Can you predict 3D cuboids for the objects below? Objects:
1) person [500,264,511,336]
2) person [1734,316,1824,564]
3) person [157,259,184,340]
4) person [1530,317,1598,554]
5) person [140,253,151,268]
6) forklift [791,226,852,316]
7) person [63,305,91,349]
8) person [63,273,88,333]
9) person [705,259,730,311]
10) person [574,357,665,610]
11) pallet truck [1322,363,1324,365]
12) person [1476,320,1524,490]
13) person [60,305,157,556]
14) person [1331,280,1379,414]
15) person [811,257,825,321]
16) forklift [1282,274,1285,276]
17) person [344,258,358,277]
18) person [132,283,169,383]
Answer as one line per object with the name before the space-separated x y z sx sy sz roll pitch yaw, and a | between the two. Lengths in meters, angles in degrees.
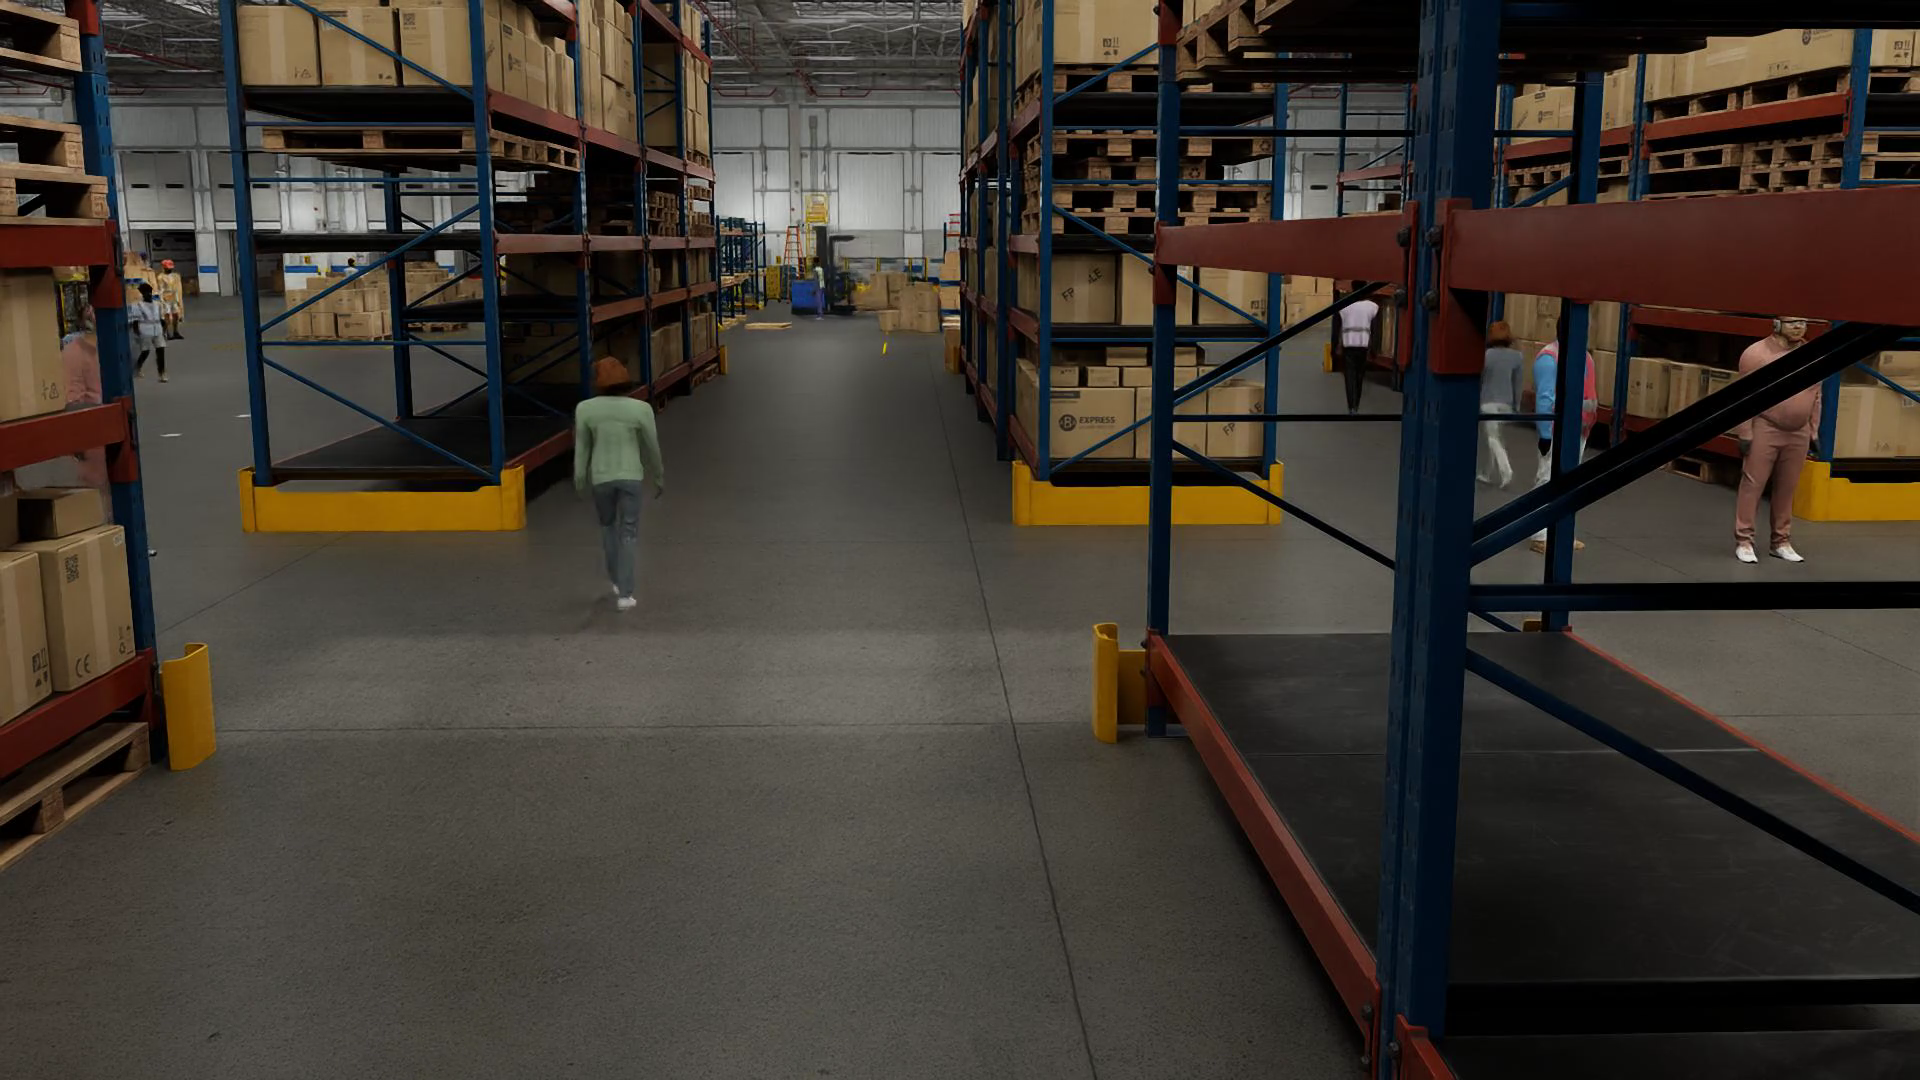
person | -8.651 -4.379 32.113 0.608 1.957 0.413 0 10 3
person | 6.000 -0.778 12.163 0.637 1.911 0.403 -1 10 -5
person | -18.901 -5.747 39.799 0.400 1.928 0.553 3 11 18
person | 4.560 -0.811 12.532 0.634 1.841 0.429 -9 13 -40
person | -33.075 -10.704 67.495 1.000 1.892 0.636 6 12 30
forklift | -4.345 -8.429 52.078 1.873 2.768 1.129 0 10 -2
person | -9.303 -1.683 17.844 0.537 1.675 0.566 -6 12 -28
person | -15.109 -3.684 28.609 0.510 1.815 0.613 5 11 27
person | -8.184 -8.519 55.423 1.044 1.869 0.703 0 10 1
person | -2.195 -0.381 10.776 0.559 1.602 0.722 -1 10 -4
pallet truck | 7.712 -4.157 30.737 1.885 1.965 0.823 3 11 16
person | 5.122 -1.287 15.848 0.511 1.603 0.770 -2 10 -9
person | -6.398 -0.797 12.314 0.663 1.888 0.658 2 10 13
person | 5.334 -2.605 22.421 0.589 1.882 0.967 0 10 1
person | -4.218 -7.472 49.547 0.367 1.882 0.701 1 10 5
forklift | 11.009 -9.520 58.157 1.873 2.768 1.129 -3 11 -16
person | -18.167 -7.494 49.732 0.500 1.861 0.328 3 10 14
person | -13.561 -3.466 27.774 0.658 1.669 0.561 8 13 37
